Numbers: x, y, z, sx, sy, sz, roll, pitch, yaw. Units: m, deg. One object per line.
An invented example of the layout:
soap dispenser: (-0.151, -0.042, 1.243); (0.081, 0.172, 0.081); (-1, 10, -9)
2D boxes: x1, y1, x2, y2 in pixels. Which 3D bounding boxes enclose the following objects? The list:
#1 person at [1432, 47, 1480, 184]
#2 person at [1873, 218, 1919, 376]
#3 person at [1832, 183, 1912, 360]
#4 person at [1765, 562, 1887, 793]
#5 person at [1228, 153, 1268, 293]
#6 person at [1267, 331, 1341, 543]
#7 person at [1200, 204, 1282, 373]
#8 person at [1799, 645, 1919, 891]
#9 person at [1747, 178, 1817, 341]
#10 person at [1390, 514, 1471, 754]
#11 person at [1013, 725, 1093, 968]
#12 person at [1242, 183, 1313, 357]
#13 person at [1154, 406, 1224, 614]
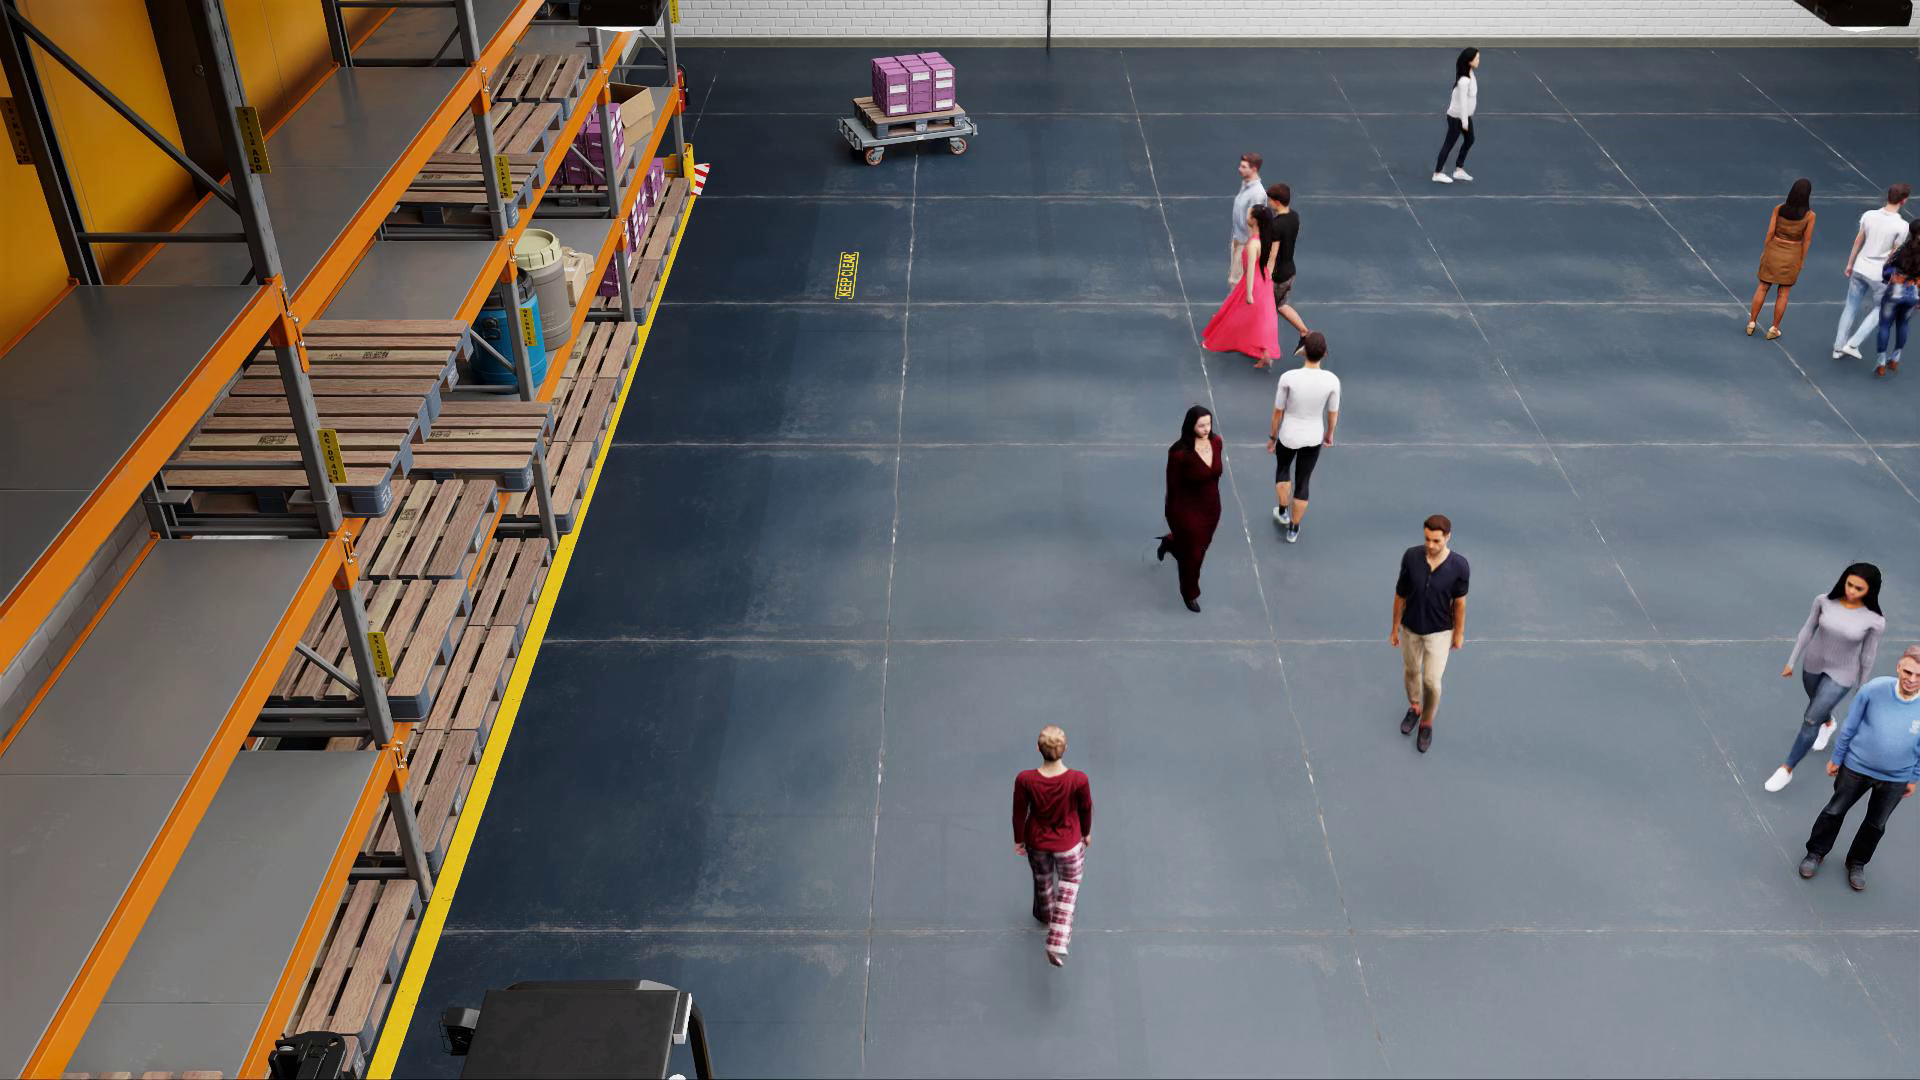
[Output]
person: (6.011, -5.184, 20.320); (0.832, 1.685, 0.769); (12, 35, 17)
person: (9.122, -2.334, 16.105); (0.708, 1.606, 0.804); (8, 34, 12)
person: (8.865, -2.572, 16.252); (0.876, 1.840, 0.785); (-21, 39, -29)
person: (5.902, 0.854, 11.224); (1.159, 1.698, 1.170); (-26, 41, -33)
person: (2.994, -3.053, 16.976); (0.772, 1.839, 0.747); (-5, 34, -8)
person: (2.789, -0.790, 13.574); (0.739, 1.835, 0.740); (4, 34, 6)
person: (2.933, -2.410, 16.141); (1.067, 1.690, 1.076); (23, 40, 31)
person: (5.694, 1.385, 10.317); (0.741, 1.818, 0.720); (14, 36, 21)
person: (8.298, -2.836, 16.786); (0.639, 1.687, 0.674); (22, 40, 30)
person: (3.257, 0.557, 11.547); (0.796, 1.836, 0.839); (17, 37, 24)
person: (0.558, 1.799, 9.815); (0.693, 1.685, 0.937); (4, 34, 6)
person: (3.189, -2.575, 16.260); (1.058, 1.834, 1.069); (21, 39, 28)
person: (1.747, -0.289, 12.904); (0.949, 1.742, 1.064); (-20, 39, -27)
